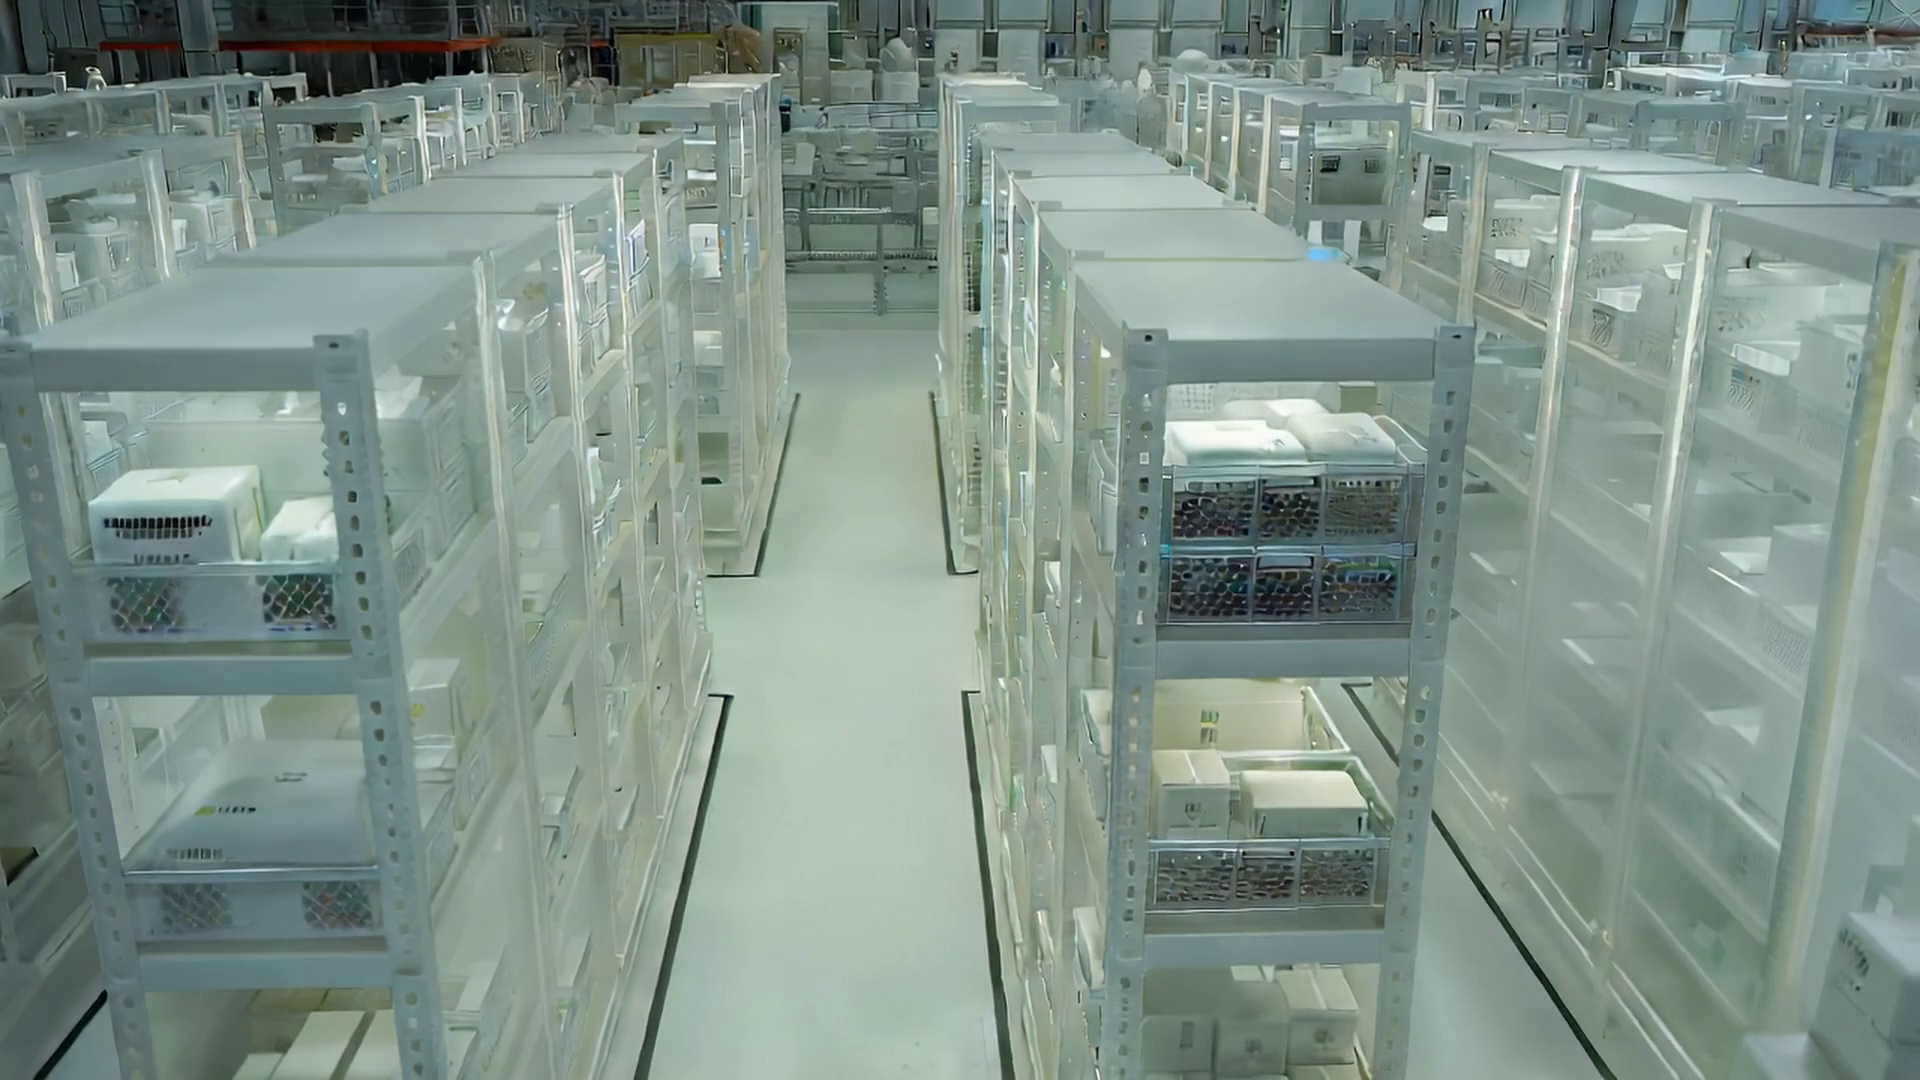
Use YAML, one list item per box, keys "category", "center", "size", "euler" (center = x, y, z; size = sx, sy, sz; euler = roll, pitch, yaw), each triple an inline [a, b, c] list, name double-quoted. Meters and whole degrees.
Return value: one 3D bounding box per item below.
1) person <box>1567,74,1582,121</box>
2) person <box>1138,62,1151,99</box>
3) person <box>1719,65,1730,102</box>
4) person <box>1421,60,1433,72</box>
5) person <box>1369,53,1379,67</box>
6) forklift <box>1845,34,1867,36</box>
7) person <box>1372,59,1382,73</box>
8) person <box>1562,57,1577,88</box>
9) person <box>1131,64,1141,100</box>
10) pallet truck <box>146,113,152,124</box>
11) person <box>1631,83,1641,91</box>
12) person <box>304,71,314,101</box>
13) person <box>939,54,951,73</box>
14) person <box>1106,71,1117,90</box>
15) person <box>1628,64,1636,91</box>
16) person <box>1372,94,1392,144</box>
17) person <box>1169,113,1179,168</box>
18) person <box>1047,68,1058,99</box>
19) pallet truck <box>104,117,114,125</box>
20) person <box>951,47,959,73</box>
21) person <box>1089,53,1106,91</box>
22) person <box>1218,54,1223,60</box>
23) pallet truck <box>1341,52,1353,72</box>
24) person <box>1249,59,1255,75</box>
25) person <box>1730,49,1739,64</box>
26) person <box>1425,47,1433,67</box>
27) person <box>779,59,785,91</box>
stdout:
- category: "person"
  center: [21.330, -15.214, 57.857]
  size: [0.370, 1.933, 0.550]
  euler: [-11, 21, -30]
- category: "person"
  center: [7.475, -18.420, 67.689]
  size: [0.391, 1.991, 0.613]
  euler: [-14, 23, -37]
- category: "person"
  center: [31.687, -18.634, 68.474]
  size: [0.989, 1.926, 0.611]
  euler: [12, 21, 32]
- category: "person"
  center: [20.446, -20.044, 72.816]
  size: [0.593, 1.924, 0.382]
  euler: [-7, 19, -21]
- category: "person"
  center: [21.226, -24.137, 85.641]
  size: [0.559, 1.823, 0.538]
  euler: [-9, 20, -26]
- category: "forklift"
  center: [44.081, -23.568, 82.196]
  size: [1.129, 2.768, 1.873]
  euler: [-1, 18, -2]
- category: "person"
  center: [20.265, -22.545, 80.925]
  size: [0.550, 1.686, 0.370]
  euler: [-4, 18, -11]
- category: "person"
  center: [28.182, -21.388, 76.956]
  size: [0.632, 1.940, 0.372]
  euler: [7, 19, 20]
- category: "person"
  center: [7.805, -20.068, 73.200]
  size: [0.555, 1.744, 0.588]
  euler: [3, 18, 8]
- category: "pallet truck"
  center: [-18.087, -8.309, 36.390]
  size: [1.885, 1.965, 0.823]
  euler: [-1, 18, -4]
- category: "person"
  center: [22.575, -14.473, 55.702]
  size: [0.408, 1.856, 0.511]
  euler: [6, 19, 17]
- category: "person"
  center: [-24.624, -16.777, 62.842]
  size: [0.976, 1.842, 0.582]
  euler: [1, 18, 3]
- category: "person"
  center: [-0.735, -22.779, 81.339]
  size: [0.602, 1.893, 0.746]
  euler: [-5, 19, -15]
- category: "person"
  center: [5.661, -16.593, 62.255]
  size: [0.499, 1.861, 0.327]
  euler: [17, 24, 42]
- category: "person"
  center: [30.786, -21.097, 76.123]
  size: [0.644, 1.896, 0.602]
  euler: [15, 23, 38]
- category: "person"
  center: [12.033, -11.814, 47.531]
  size: [0.598, 1.812, 0.714]
  euler: [-1, 18, -2]
- category: "person"
  center: [5.132, -9.365, 40.024]
  size: [0.304, 1.771, 0.532]
  euler: [-3, 18, -9]
- category: "person"
  center: [3.417, -16.484, 61.710]
  size: [1.042, 1.994, 0.632]
  euler: [-11, 21, -31]
- category: "pallet truck"
  center: [-18.367, -7.885, 35.078]
  size: [1.885, 1.965, 0.823]
  euler: [1, 18, 2]
- category: "person"
  center: [-0.325, -26.559, 92.974]
  size: [0.547, 1.930, 0.384]
  euler: [-14, 22, -36]
- category: "person"
  center: [7.025, -23.827, 84.597]
  size: [1.012, 1.894, 0.626]
  euler: [15, 23, 39]
- category: "person"
  center: [13.017, -23.384, 83.327]
  size: [0.638, 1.824, 0.632]
  euler: [0, 18, 0]
- category: "pallet truck"
  center: [18.794, -23.123, 82.231]
  size: [0.823, 1.965, 1.885]
  euler: [-13, 22, -35]
- category: "person"
  center: [14.052, -22.306, 80.137]
  size: [0.524, 1.724, 0.506]
  euler: [11, 21, 30]
- category: "person"
  center: [41.740, -25.587, 90.013]
  size: [0.677, 1.908, 0.385]
  euler: [7, 19, 21]
- category: "person"
  center: [26.036, -26.384, 92.419]
  size: [0.357, 1.937, 0.551]
  euler: [-1, 18, -4]
- category: "person"
  center: [-8.695, -22.745, 81.306]
  size: [0.429, 1.846, 0.632]
  euler: [-7, 19, -22]
